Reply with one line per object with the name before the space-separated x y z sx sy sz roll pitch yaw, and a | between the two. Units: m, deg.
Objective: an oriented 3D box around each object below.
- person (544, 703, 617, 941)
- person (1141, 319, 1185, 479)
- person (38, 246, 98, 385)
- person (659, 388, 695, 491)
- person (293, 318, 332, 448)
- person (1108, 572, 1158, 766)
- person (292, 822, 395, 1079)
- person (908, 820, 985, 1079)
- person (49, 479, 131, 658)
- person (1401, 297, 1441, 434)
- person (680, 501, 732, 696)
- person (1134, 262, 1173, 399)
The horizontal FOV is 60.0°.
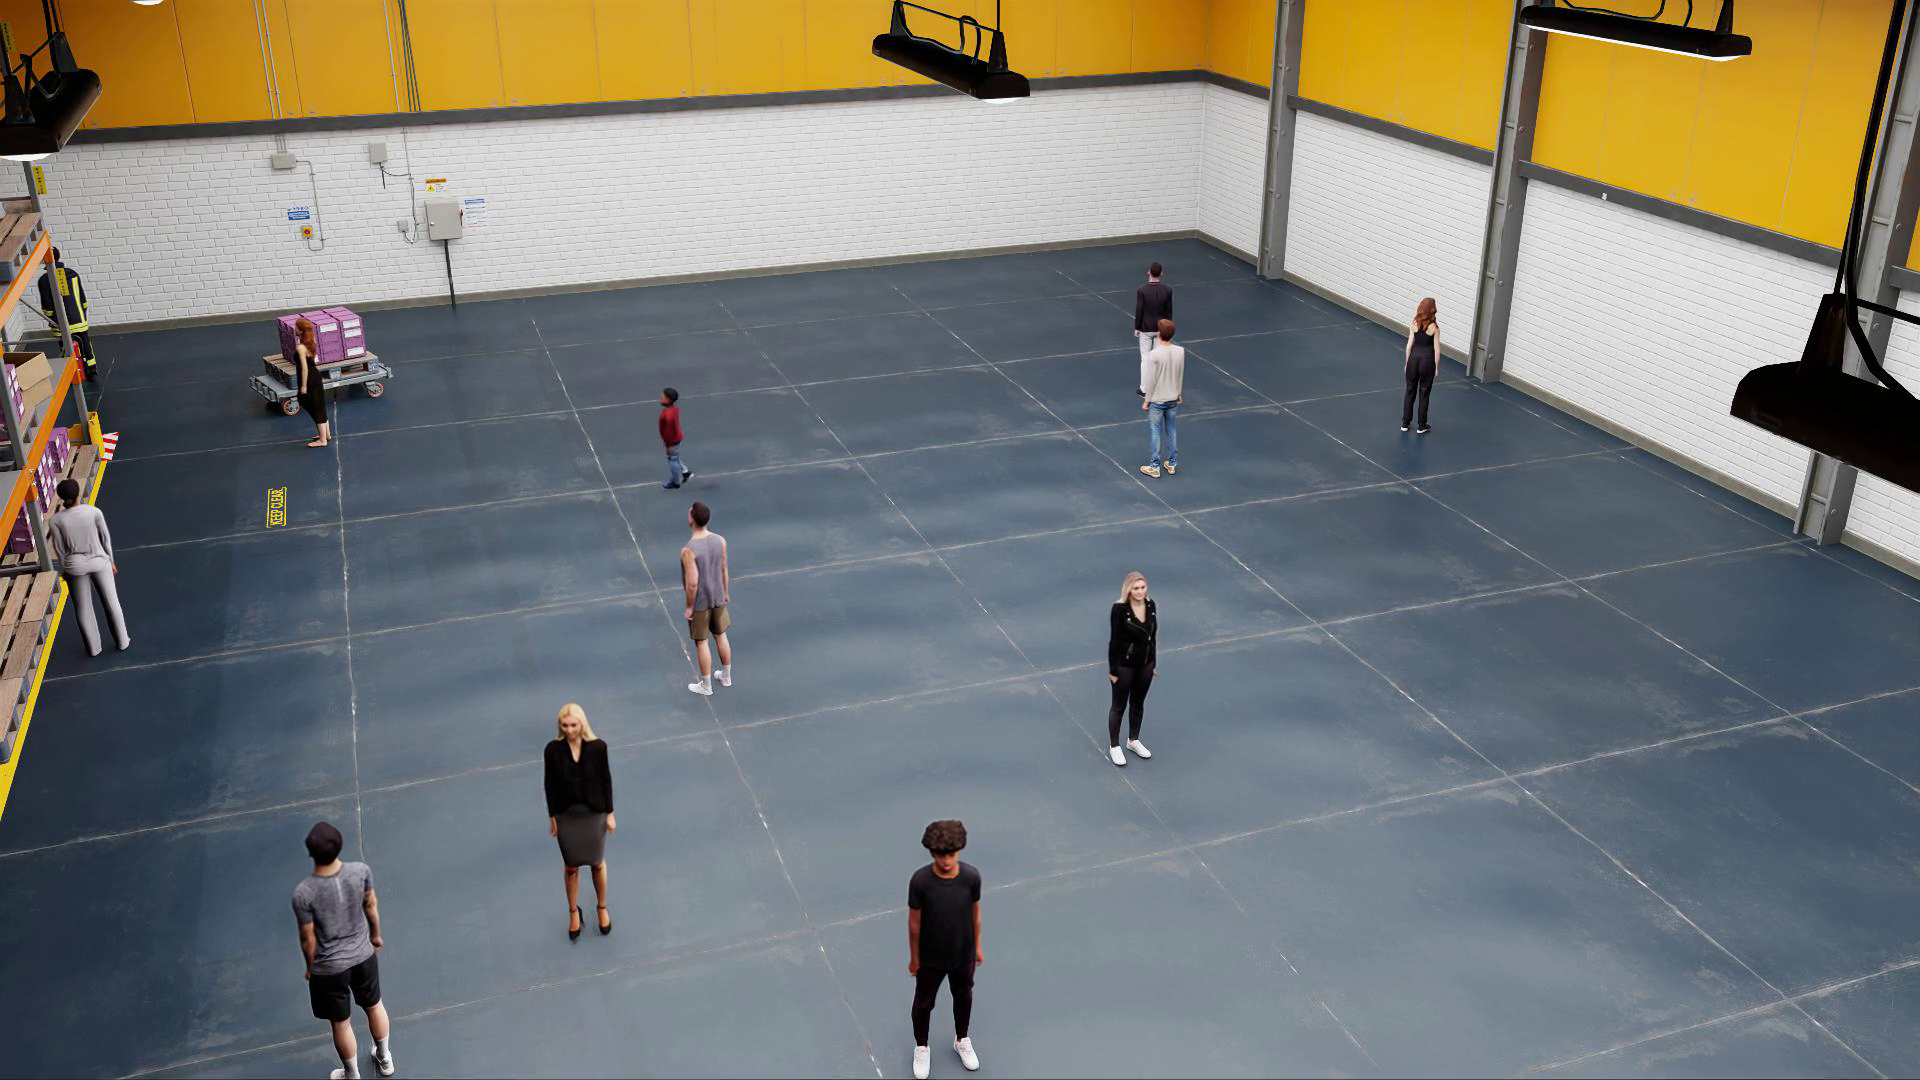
person | -2.615 1.939 11.497 0.632 1.843 0.592 -4 24 -10
person | 2.408 -1.681 19.704 0.689 1.902 0.583 -11 26 -23
person | -12.316 -3.100 22.921 0.917 1.926 0.897 15 28 30
person | -3.287 -1.177 19.368 0.671 1.248 0.615 2 24 5
person | -8.081 -1.967 20.706 0.706 1.624 0.591 -1 24 -3
person | 1.417 1.038 13.753 0.632 1.686 0.559 -11 26 -24
person | -3.745 2.530 10.108 0.714 1.871 0.736 22 32 40
person | -0.088 2.501 10.287 0.645 1.782 0.572 -6 24 -13
person | -8.131 0.247 15.500 0.663 1.737 0.600 -13 27 -27
person | 5.860 -2.235 21.165 0.633 1.746 0.719 14 27 29
person | -2.271 0.520 14.829 0.715 1.844 0.713 21 31 39
person | 2.594 -2.838 22.424 0.708 1.842 0.613 -3 24 -6
